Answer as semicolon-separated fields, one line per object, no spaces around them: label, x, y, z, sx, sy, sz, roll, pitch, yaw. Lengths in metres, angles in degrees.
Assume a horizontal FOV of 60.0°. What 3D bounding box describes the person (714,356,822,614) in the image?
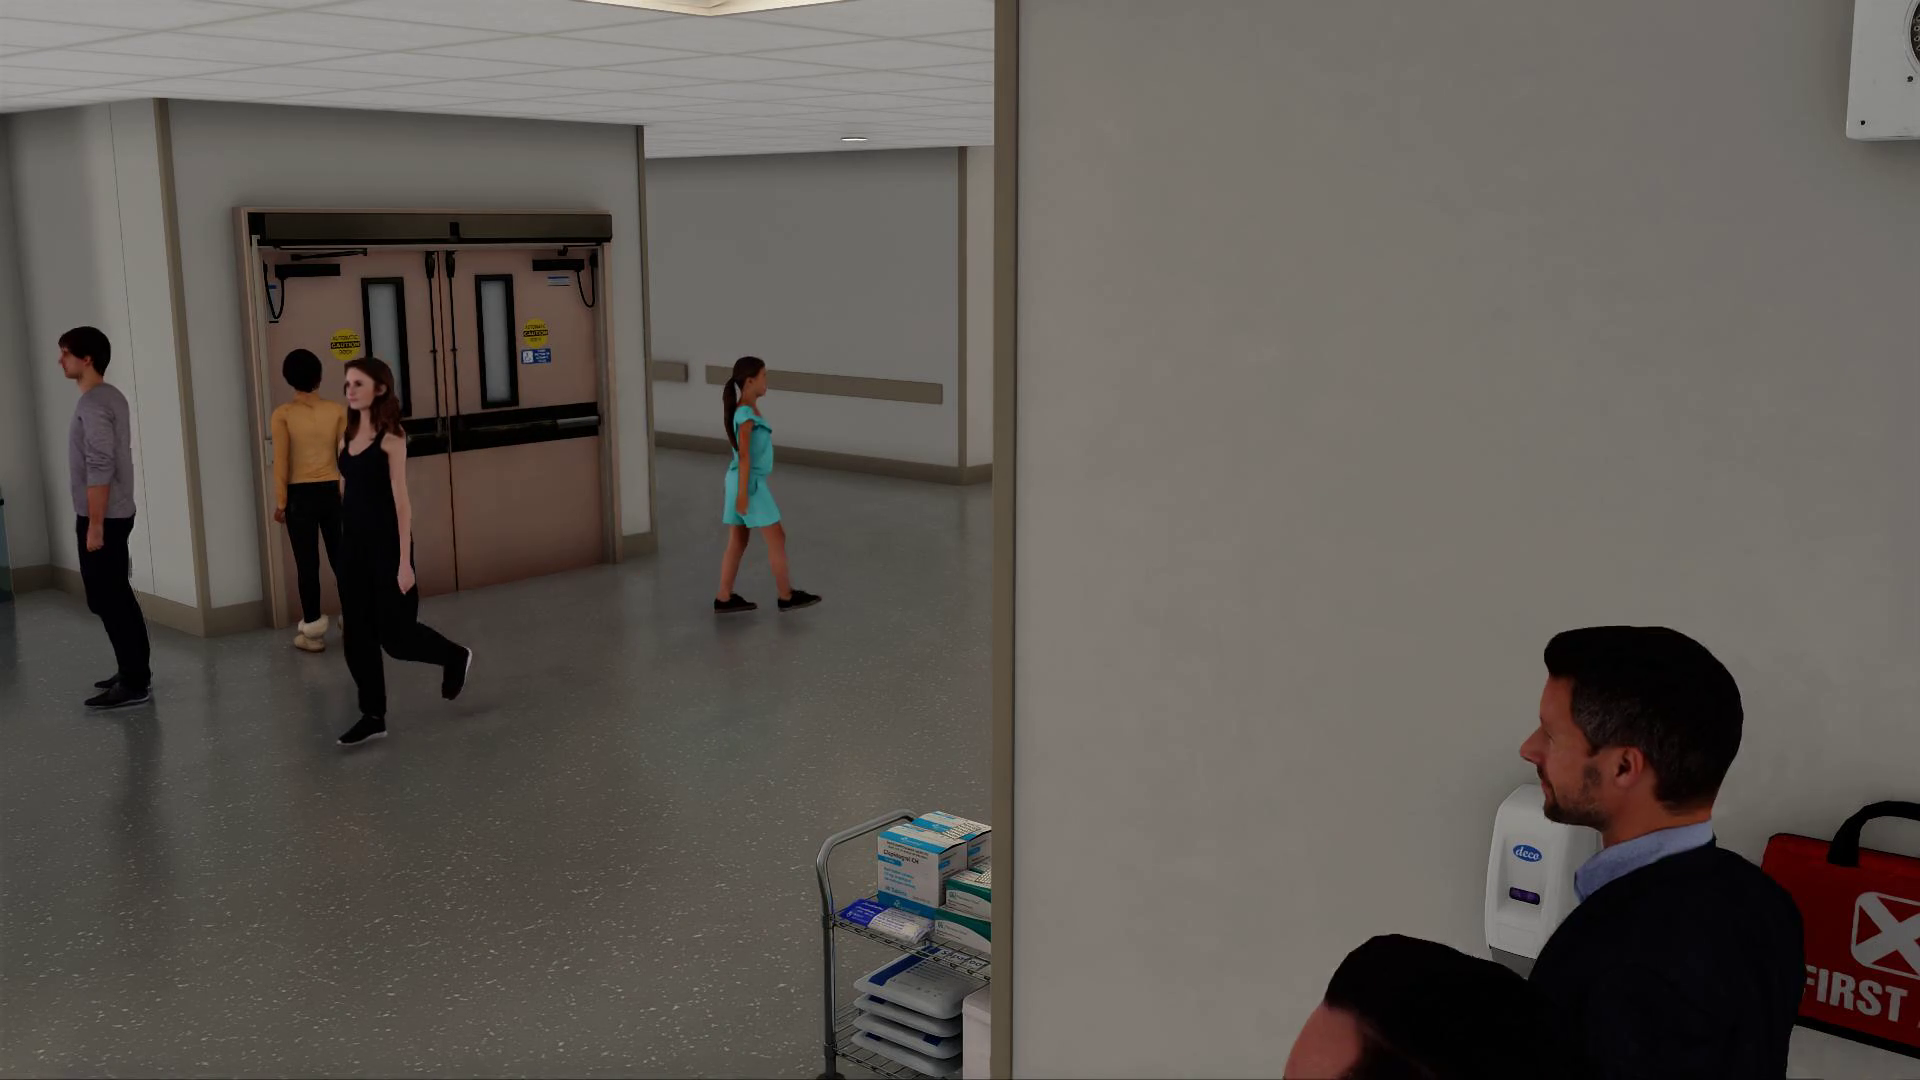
person;-1.332;-0.302;9.886;0.958;1.535;0.853;-2;11;-13

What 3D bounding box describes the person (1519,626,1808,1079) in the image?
person;0.913;1.031;2.009;0.674;1.854;0.611;9;14;38

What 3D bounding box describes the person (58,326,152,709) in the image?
person;-4.169;-0.120;8.110;0.717;1.841;0.743;-3;11;-16

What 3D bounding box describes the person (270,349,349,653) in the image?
person;-3.537;-0.224;9.148;0.566;1.658;0.709;-7;13;-34

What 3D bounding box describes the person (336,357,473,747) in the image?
person;-2.562;0.046;7.541;0.734;1.727;1.041;5;12;26
